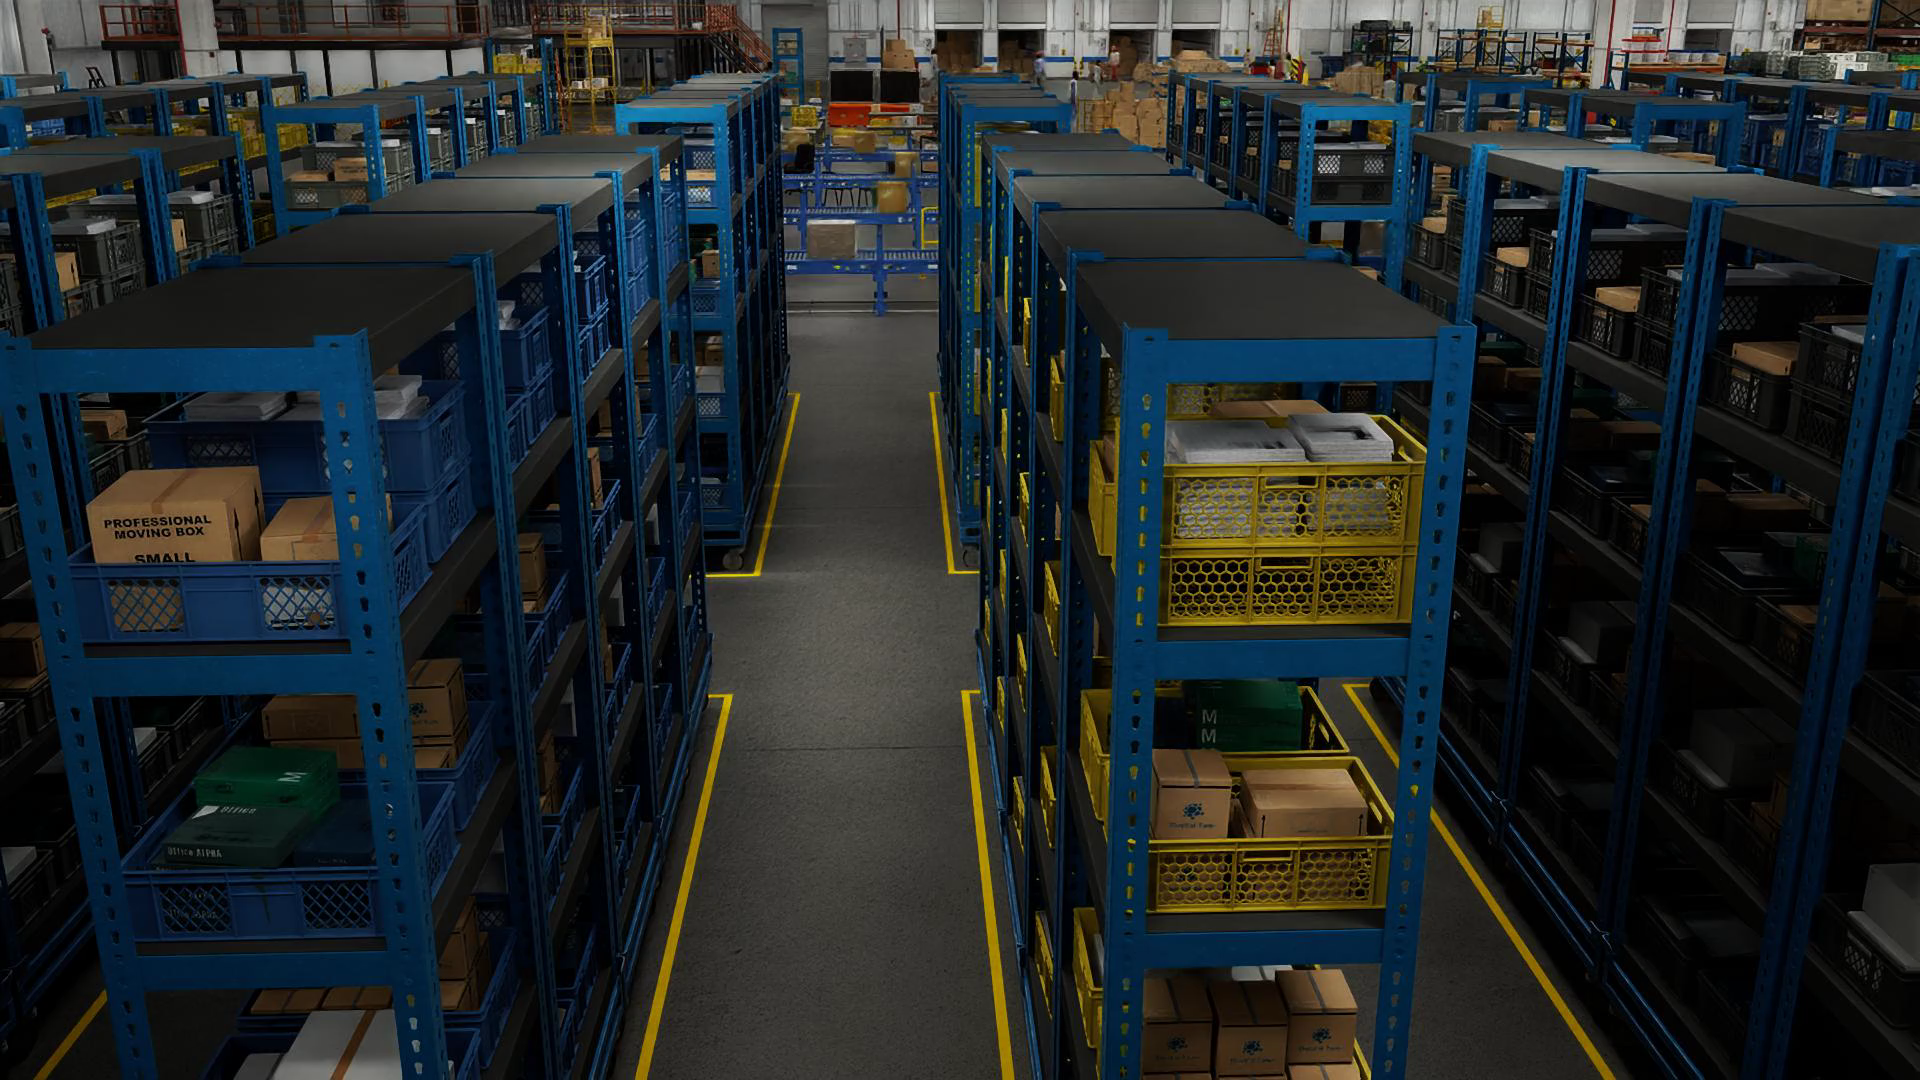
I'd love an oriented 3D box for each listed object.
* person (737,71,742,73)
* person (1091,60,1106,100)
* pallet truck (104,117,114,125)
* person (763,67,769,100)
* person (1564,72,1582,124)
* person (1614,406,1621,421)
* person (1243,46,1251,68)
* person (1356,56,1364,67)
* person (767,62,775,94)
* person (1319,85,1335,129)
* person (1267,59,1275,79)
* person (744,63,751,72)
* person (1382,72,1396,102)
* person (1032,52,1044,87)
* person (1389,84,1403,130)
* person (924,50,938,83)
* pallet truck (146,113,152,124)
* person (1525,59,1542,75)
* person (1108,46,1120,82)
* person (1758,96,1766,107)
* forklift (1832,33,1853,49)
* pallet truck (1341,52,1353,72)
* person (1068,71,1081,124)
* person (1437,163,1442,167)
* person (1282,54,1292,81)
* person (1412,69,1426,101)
[{"bbox_3d":[-8.575,-17.355,64.753,0.526,1.768,0.331,11,21,30],"label":"person"},{"bbox_3d":[6.314,-20.876,75.548,0.979,1.820,0.557,-10,21,-29],"label":"person"},{"bbox_3d":[-18.367,-7.885,35.078,1.885,1.965,0.823,1,18,2],"label":"pallet truck"},{"bbox_3d":[-7.763,-17.983,66.592,0.395,1.830,0.519,-12,22,-34],"label":"person"},{"bbox_3d":[22.362,-15.961,60.210,0.856,1.905,0.578,0,18,-1],"label":"person"},{"bbox_3d":[4.075,-0.023,11.040,0.600,1.816,0.612,0,18,0],"label":"person"},{"bbox_3d":[16.442,-27.250,95.133,0.379,1.927,0.632,-9,20,-27],"label":"person"},{"bbox_3d":[18.651,-21.665,77.863,0.617,1.909,0.675,-1,18,-3],"label":"person"},{"bbox_3d":[-7.839,-18.828,68.990,0.603,1.966,0.368,-4,18,-12],"label":"person"},{"bbox_3d":[11.589,-13.425,52.507,0.597,1.815,0.423,2,18,7],"label":"person"},{"bbox_3d":[15.031,-22.383,80.444,0.321,1.687,0.535,14,22,36],"label":"person"},{"bbox_3d":[-10.785,-23.667,84.322,0.492,1.742,0.316,15,23,38],"label":"person"},{"bbox_3d":[15.897,-16.395,61.675,0.531,1.829,0.739,9,20,25],"label":"person"},{"bbox_3d":[3.902,-23.782,84.412,0.579,1.904,0.865,-14,23,-37],"label":"person"},{"bbox_3d":[15.378,-15.253,58.025,0.771,1.909,0.568,4,18,12],"label":"person"},{"bbox_3d":[-1.534,-26.377,92.628,0.980,1.787,0.655,7,19,20],"label":"person"},{"bbox_3d":[-18.087,-8.309,36.390,1.885,1.965,0.823,-1,18,-4],"label":"pallet truck"},{"bbox_3d":[24.055,-19.137,69.827,0.684,2.000,0.538,5,19,15],"label":"person"},{"bbox_3d":[8.574,-26.685,93.324,0.657,1.941,1.001,15,23,38],"label":"person"},{"bbox_3d":[28.834,-15.717,59.934,0.526,1.604,0.787,0,18,0],"label":"person"},{"bbox_3d":[46.103,-25.165,87.138,1.129,2.768,1.873,-6,19,-17],"label":"forklift"},{"bbox_3d":[18.794,-23.123,82.231,0.823,1.965,1.885,-13,22,-35],"label":"pallet truck"},{"bbox_3d":[4.259,-16.271,61.177,0.578,1.897,0.638,1,18,2],"label":"person"},{"bbox_3d":[12.787,-10.545,43.888,0.281,1.636,0.500,3,18,8],"label":"person"},{"bbox_3d":[16.710,-23.900,84.961,0.944,1.801,0.639,11,21,31],"label":"person"},{"bbox_3d":[17.626,-17.005,63.498,0.950,1.882,0.600,12,22,34],"label":"person"}]
